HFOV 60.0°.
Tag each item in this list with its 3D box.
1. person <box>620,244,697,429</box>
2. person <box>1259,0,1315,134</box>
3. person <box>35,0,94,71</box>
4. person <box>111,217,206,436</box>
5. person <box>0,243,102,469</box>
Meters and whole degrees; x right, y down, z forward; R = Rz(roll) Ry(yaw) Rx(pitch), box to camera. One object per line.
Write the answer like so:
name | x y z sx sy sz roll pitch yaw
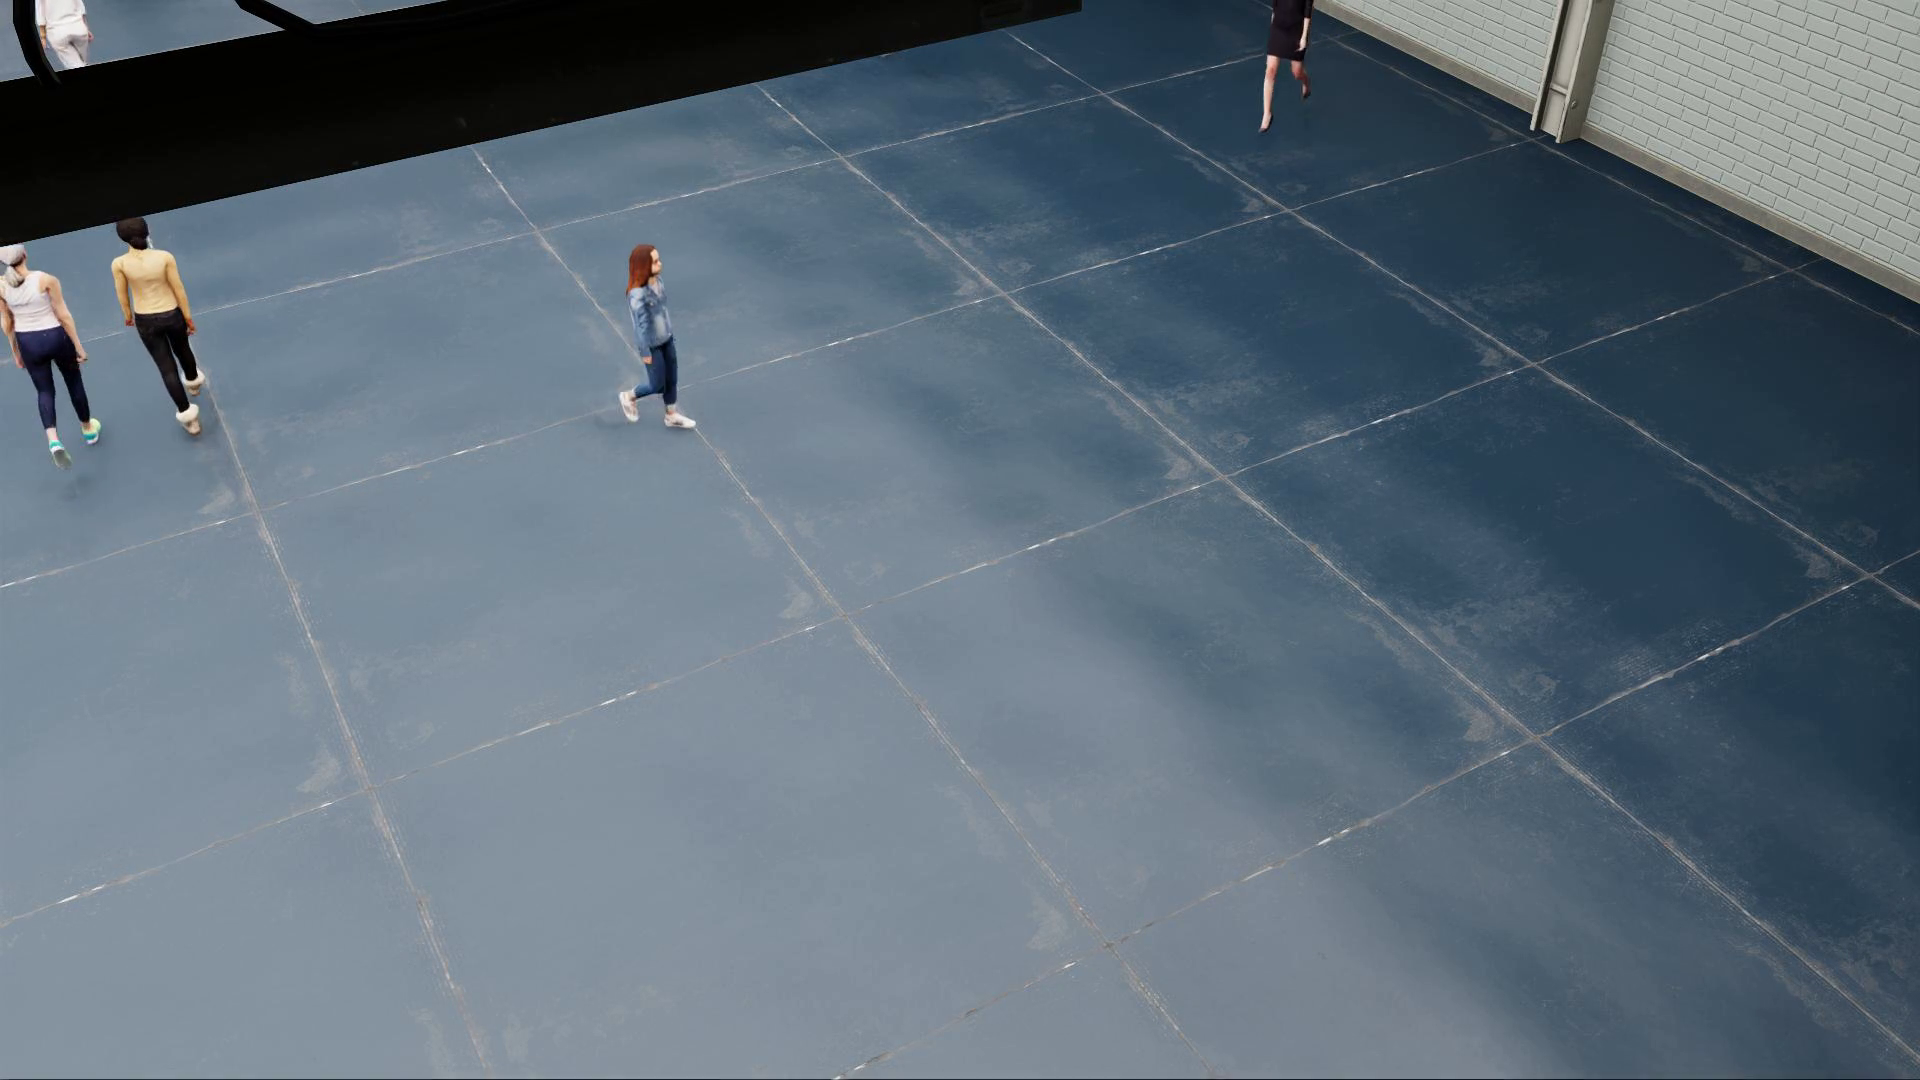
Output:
person | -2.222 -1.413 11.802 0.886 1.464 0.816 11 39 14
person | 3.189 -4.813 15.892 1.074 1.779 0.955 24 44 27
person | -8.590 -4.875 16.063 1.048 1.666 0.876 22 43 26
person | -5.662 -1.506 11.792 0.620 1.622 1.081 -18 41 -21
person | -6.292 -1.272 11.444 0.764 1.683 1.065 -10 39 -12
